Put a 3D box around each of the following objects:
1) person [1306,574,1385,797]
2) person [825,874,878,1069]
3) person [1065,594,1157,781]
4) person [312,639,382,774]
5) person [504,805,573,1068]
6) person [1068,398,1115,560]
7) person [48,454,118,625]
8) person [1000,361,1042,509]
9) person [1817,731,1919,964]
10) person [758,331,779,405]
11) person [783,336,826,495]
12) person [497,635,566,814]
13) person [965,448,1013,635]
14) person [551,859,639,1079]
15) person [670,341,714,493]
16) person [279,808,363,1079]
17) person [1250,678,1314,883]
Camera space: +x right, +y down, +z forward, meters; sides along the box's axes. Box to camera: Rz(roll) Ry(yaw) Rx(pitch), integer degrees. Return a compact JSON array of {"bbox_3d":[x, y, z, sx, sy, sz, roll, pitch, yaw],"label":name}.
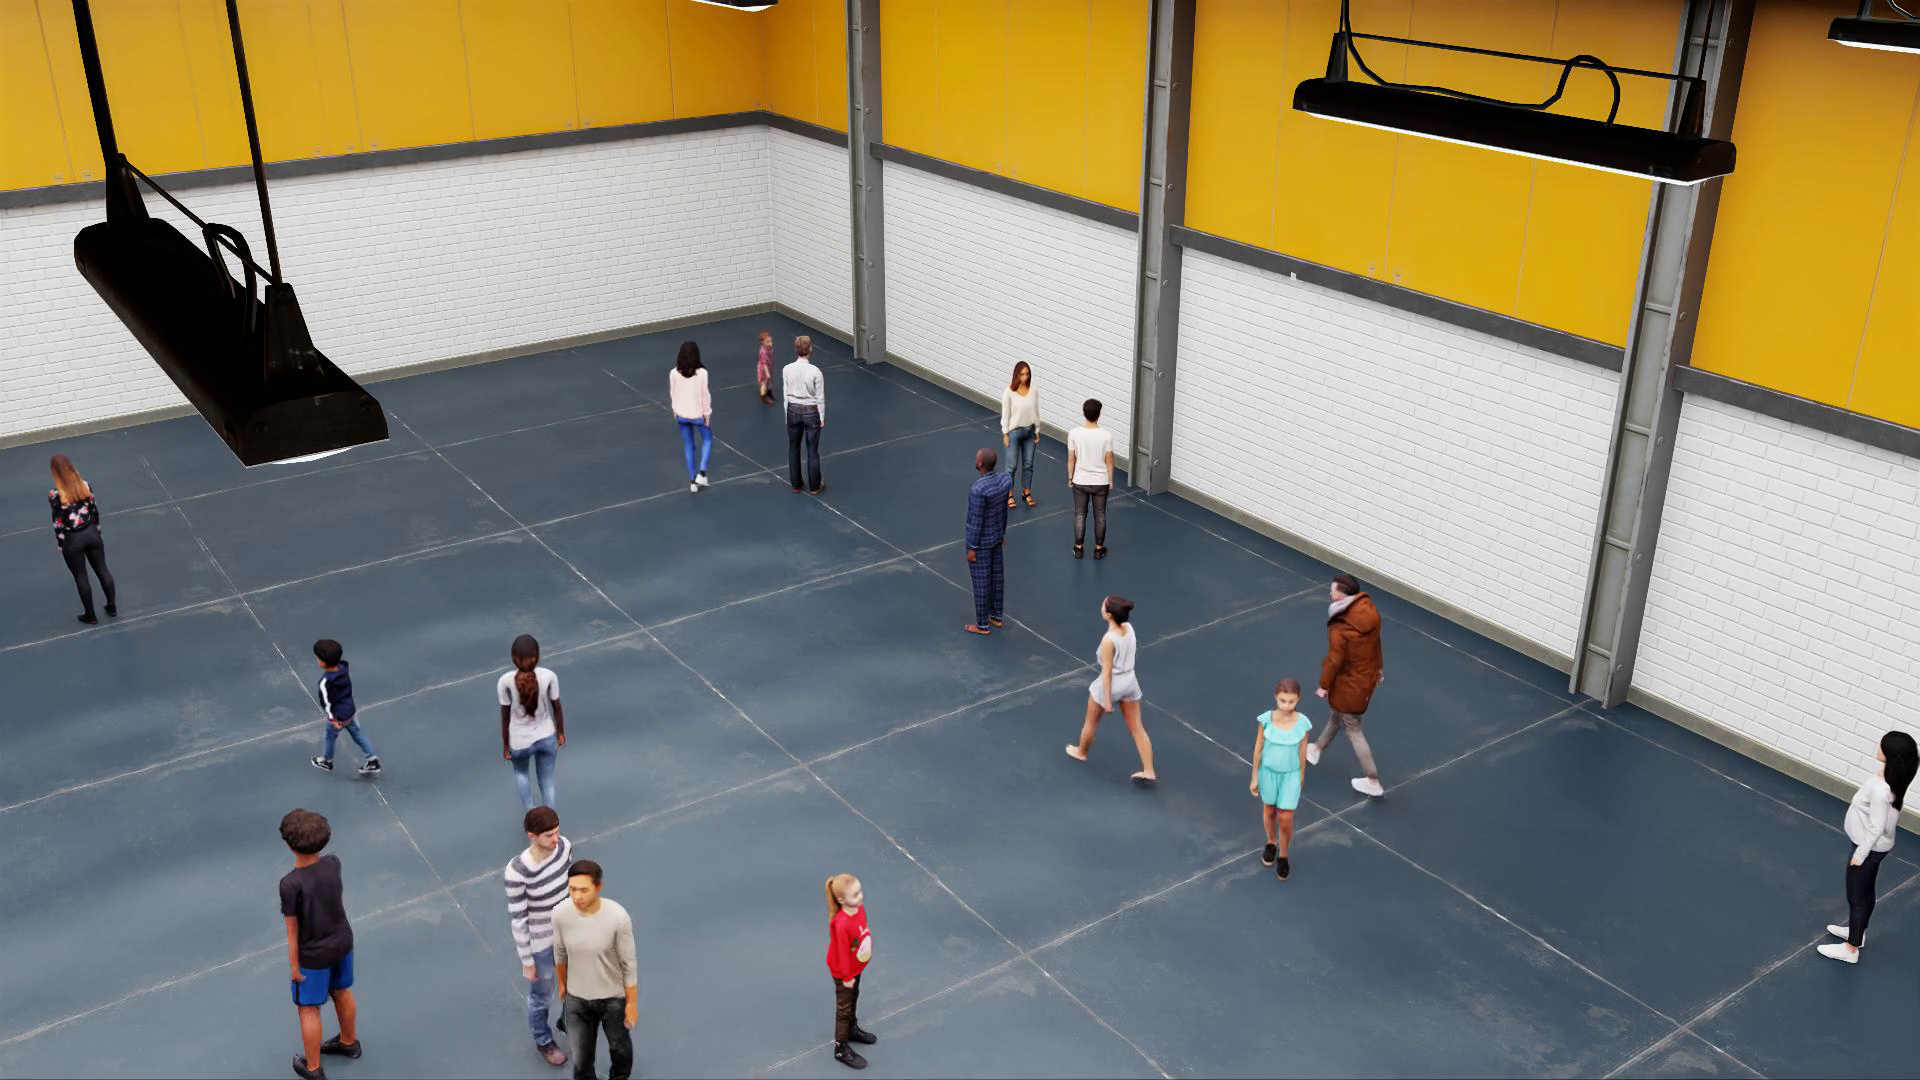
[{"bbox_3d":[3.092,1.166,12.841,1.201,1.778,0.913,21,31,39],"label":"person"},{"bbox_3d":[-0.679,2.601,10.180,0.639,1.281,0.588,7,24,15],"label":"person"},{"bbox_3d":[1.299,1.192,13.057,1.120,1.557,0.696,21,31,39],"label":"person"},{"bbox_3d":[-4.858,1.343,13.162,0.914,1.197,0.794,8,25,17],"label":"person"},{"bbox_3d":[-2.550,2.359,10.052,0.743,1.827,0.746,20,30,38],"label":"person"},{"bbox_3d":[1.336,-0.635,17.032,0.697,1.722,0.752,4,24,8],"label":"person"},{"bbox_3d":[-8.284,-0.021,15.674,0.612,1.685,0.633,16,28,33],"label":"person"},{"bbox_3d":[0.669,-1.180,18.334,0.667,1.677,0.630,-9,25,-19],"label":"person"},{"bbox_3d":[6.029,2.013,11.001,0.653,1.700,0.683,17,29,34],"label":"person"},{"bbox_3d":[-2.530,-2.249,21.632,0.577,0.995,0.526,1,24,3],"label":"person"},{"bbox_3d":[-1.762,-1.416,18.698,0.711,1.818,0.774,4,24,10],"label":"person"},{"bbox_3d":[-3.101,1.517,12.126,0.691,1.709,0.727,-8,25,-19],"label":"person"},{"bbox_3d":[0.246,-0.004,15.461,0.700,1.825,0.732,18,30,36],"label":"person"},{"bbox_3d":[-2.063,2.557,9.642,0.999,1.793,1.086,1,24,3],"label":"person"},{"bbox_3d":[-3.022,-1.348,18.616,0.794,1.759,0.849,3,24,6],"label":"person"},{"bbox_3d":[-3.775,2.422,9.957,0.764,1.787,0.729,10,26,22],"label":"person"},{"bbox_3d":[2.314,1.655,12.019,0.731,1.542,0.776,8,25,18],"label":"person"}]
